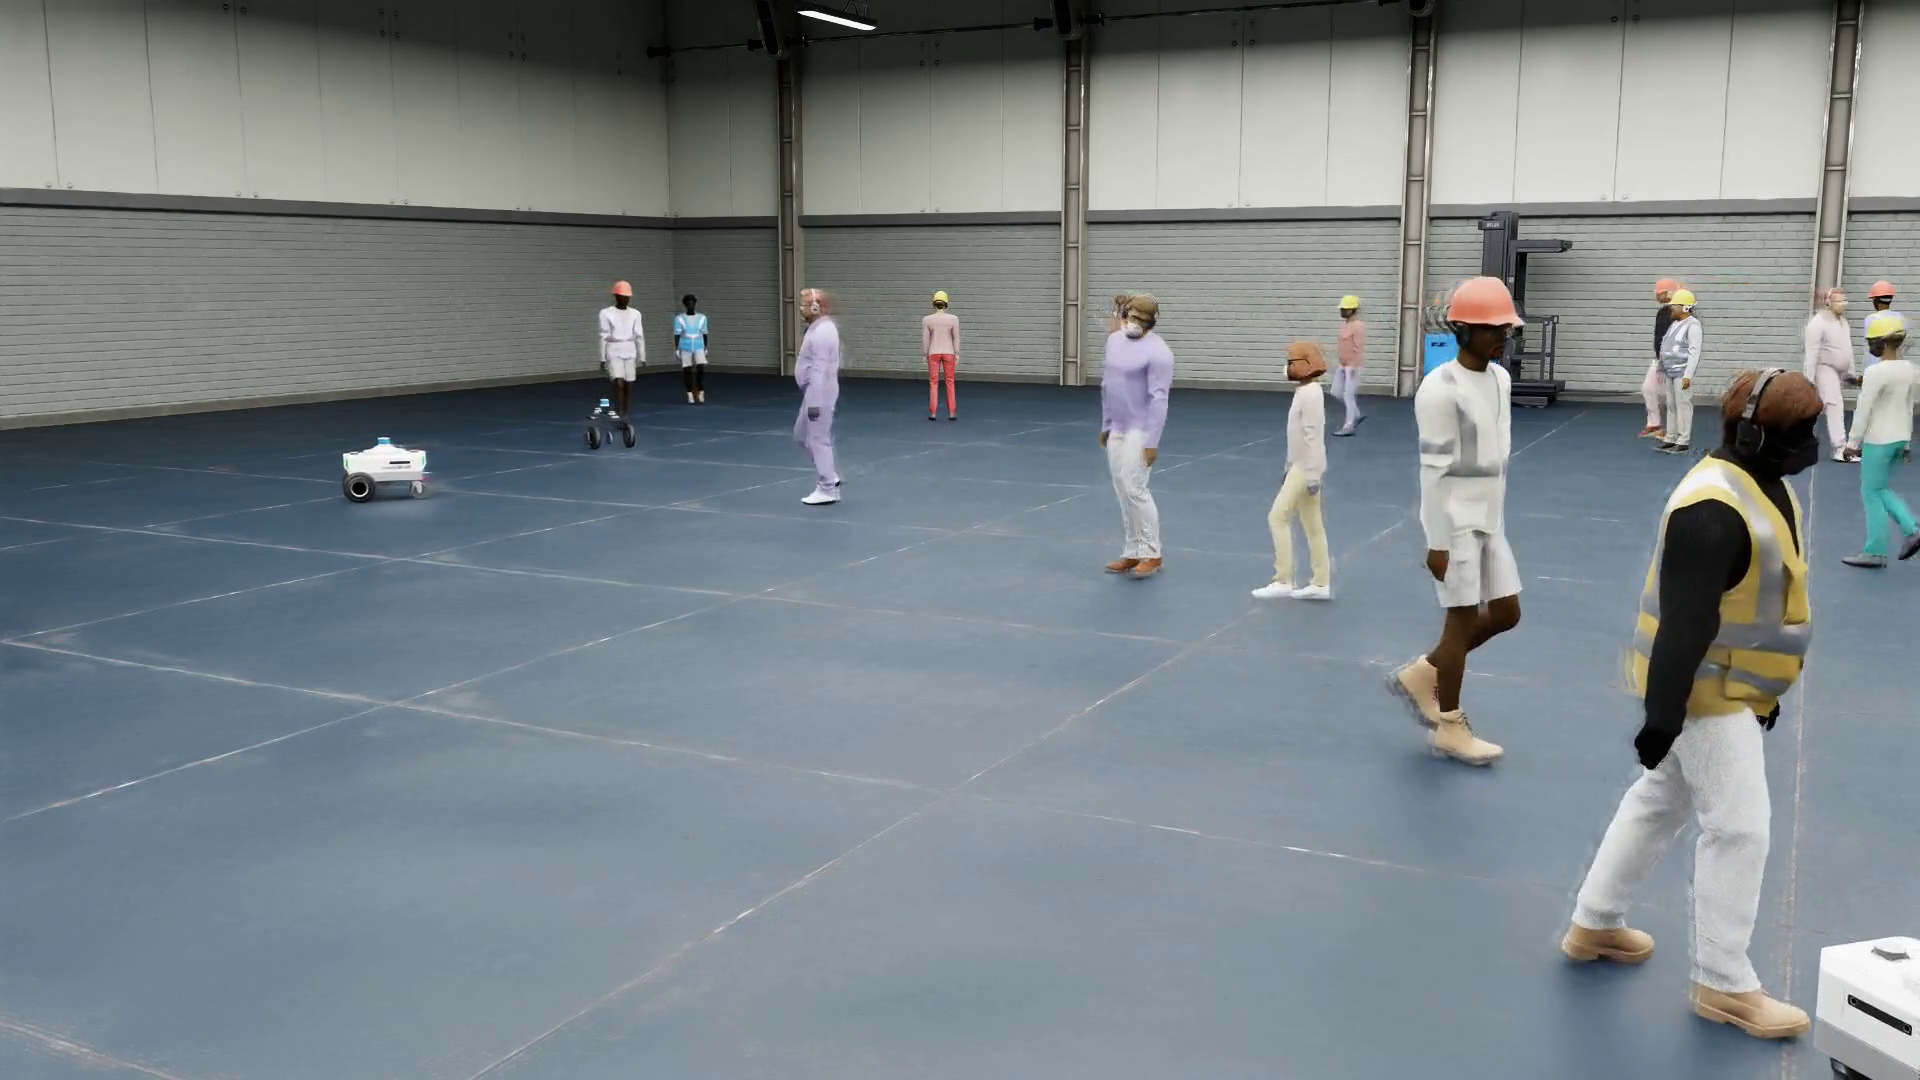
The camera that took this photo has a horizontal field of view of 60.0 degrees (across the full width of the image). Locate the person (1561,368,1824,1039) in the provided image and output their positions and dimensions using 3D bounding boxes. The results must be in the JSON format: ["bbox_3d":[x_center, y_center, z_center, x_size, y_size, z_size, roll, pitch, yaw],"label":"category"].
[{"bbox_3d":[2.035,0.417,4.627,0.699,1.807,0.650,6,11,33],"label":"person"}]

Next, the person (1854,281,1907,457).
[{"bbox_3d":[10.104,-1.876,18.313,0.548,1.934,0.374,-4,10,-21],"label":"person"}]

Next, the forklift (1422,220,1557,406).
[{"bbox_3d":[8.245,-3.527,25.720,1.873,2.768,1.129,5,10,27],"label":"forklift"}]

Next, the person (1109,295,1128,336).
[{"bbox_3d":[2.754,-3.344,28.276,0.514,1.639,0.310,-5,11,-30],"label":"person"}]

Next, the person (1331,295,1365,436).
[{"bbox_3d":[4.857,-2.169,20.688,0.419,1.751,0.527,-3,10,-18],"label":"person"}]

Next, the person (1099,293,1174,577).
[{"bbox_3d":[1.193,-0.699,11.217,0.357,1.913,0.666,-4,10,-25],"label":"person"}]

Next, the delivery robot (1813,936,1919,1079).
[{"bbox_3d":[2.326,1.140,3.797,0.477,0.478,0.707,-3,10,-17],"label":"delivery robot"}]

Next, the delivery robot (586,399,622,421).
[{"bbox_3d":[-4.163,-1.535,19.499,0.335,0.223,0.698,-5,11,-30],"label":"delivery robot"}]

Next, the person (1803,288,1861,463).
[{"bbox_3d":[9.424,-1.811,18.116,0.636,1.871,0.956,-7,12,-39],"label":"person"}]

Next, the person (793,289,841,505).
[{"bbox_3d":[-1.279,-1.258,14.630,0.435,1.887,0.680,0,9,-2],"label":"person"}]

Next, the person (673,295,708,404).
[{"bbox_3d":[-4.109,-2.911,25.487,0.546,1.666,0.685,-3,10,-17],"label":"person"}]

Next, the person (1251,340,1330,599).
[{"bbox_3d":[2.053,-0.428,10.350,0.608,1.612,0.533,2,9,9],"label":"person"}]

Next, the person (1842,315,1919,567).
[{"bbox_3d":[6.379,-0.671,11.470,0.523,1.748,0.438,-7,11,-36],"label":"person"}]

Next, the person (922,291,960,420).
[{"bbox_3d":[-0.262,-2.539,22.921,0.524,1.770,0.315,0,9,-1],"label":"person"}]

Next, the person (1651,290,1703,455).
[{"bbox_3d":[8.074,-1.889,18.702,0.403,1.835,0.588,0,9,0],"label":"person"}]

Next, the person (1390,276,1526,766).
[{"bbox_3d":[2.098,-0.083,6.969,0.635,2.024,0.502,-9,13,-43],"label":"person"}]

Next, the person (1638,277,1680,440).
[{"bbox_3d":[8.533,-2.191,20.165,0.612,1.963,0.607,-2,9,-11],"label":"person"}]

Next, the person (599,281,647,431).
[{"bbox_3d":[-4.273,-2.341,21.258,0.572,1.908,0.767,-6,11,-33],"label":"person"}]

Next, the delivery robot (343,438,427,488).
[{"bbox_3d":[-5.201,-0.684,15.050,0.707,0.478,0.477,-3,10,-20],"label":"delivery robot"}]
